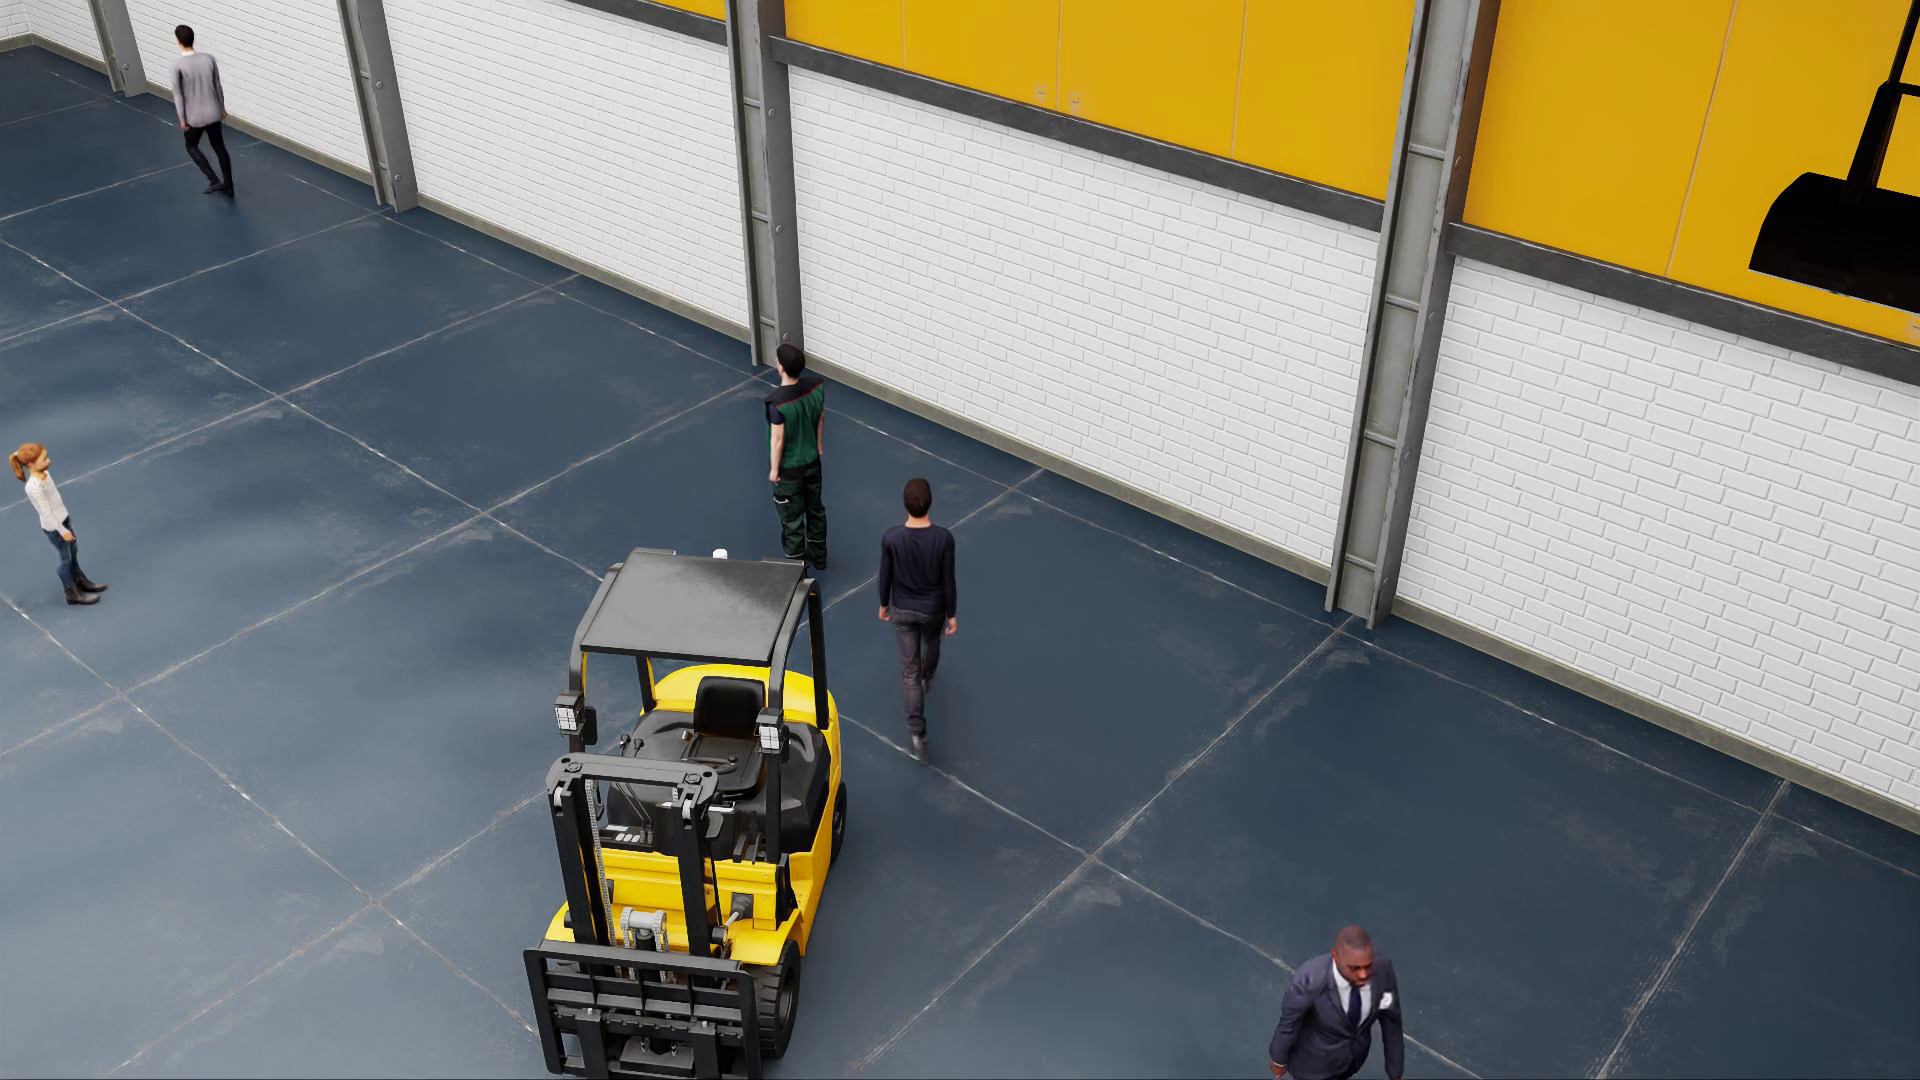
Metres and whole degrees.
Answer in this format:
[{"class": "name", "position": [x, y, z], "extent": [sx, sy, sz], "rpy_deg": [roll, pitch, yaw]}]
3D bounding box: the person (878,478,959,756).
[{"class": "person", "position": [-0.261, 0.511, 10.534], "extent": [1.209, 1.821, 1.260], "rpy_deg": [-2, 34, -3]}]

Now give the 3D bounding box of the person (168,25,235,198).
[{"class": "person", "position": [-8.251, -4.648, 18.215], "extent": [0.649, 1.910, 0.759], "rpy_deg": [23, 40, 30]}]

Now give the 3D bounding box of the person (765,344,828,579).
[{"class": "person", "position": [-1.184, -0.566, 12.080], "extent": [0.564, 1.901, 0.665], "rpy_deg": [23, 40, 31]}]

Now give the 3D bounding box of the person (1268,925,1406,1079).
[{"class": "person", "position": [1.684, 2.362, 7.787], "extent": [1.057, 1.780, 1.289], "rpy_deg": [-13, 36, -19]}]

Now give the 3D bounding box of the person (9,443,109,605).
[{"class": "person", "position": [-6.510, -0.106, 11.920], "extent": [0.654, 1.313, 0.592], "rpy_deg": [-7, 34, -10]}]
